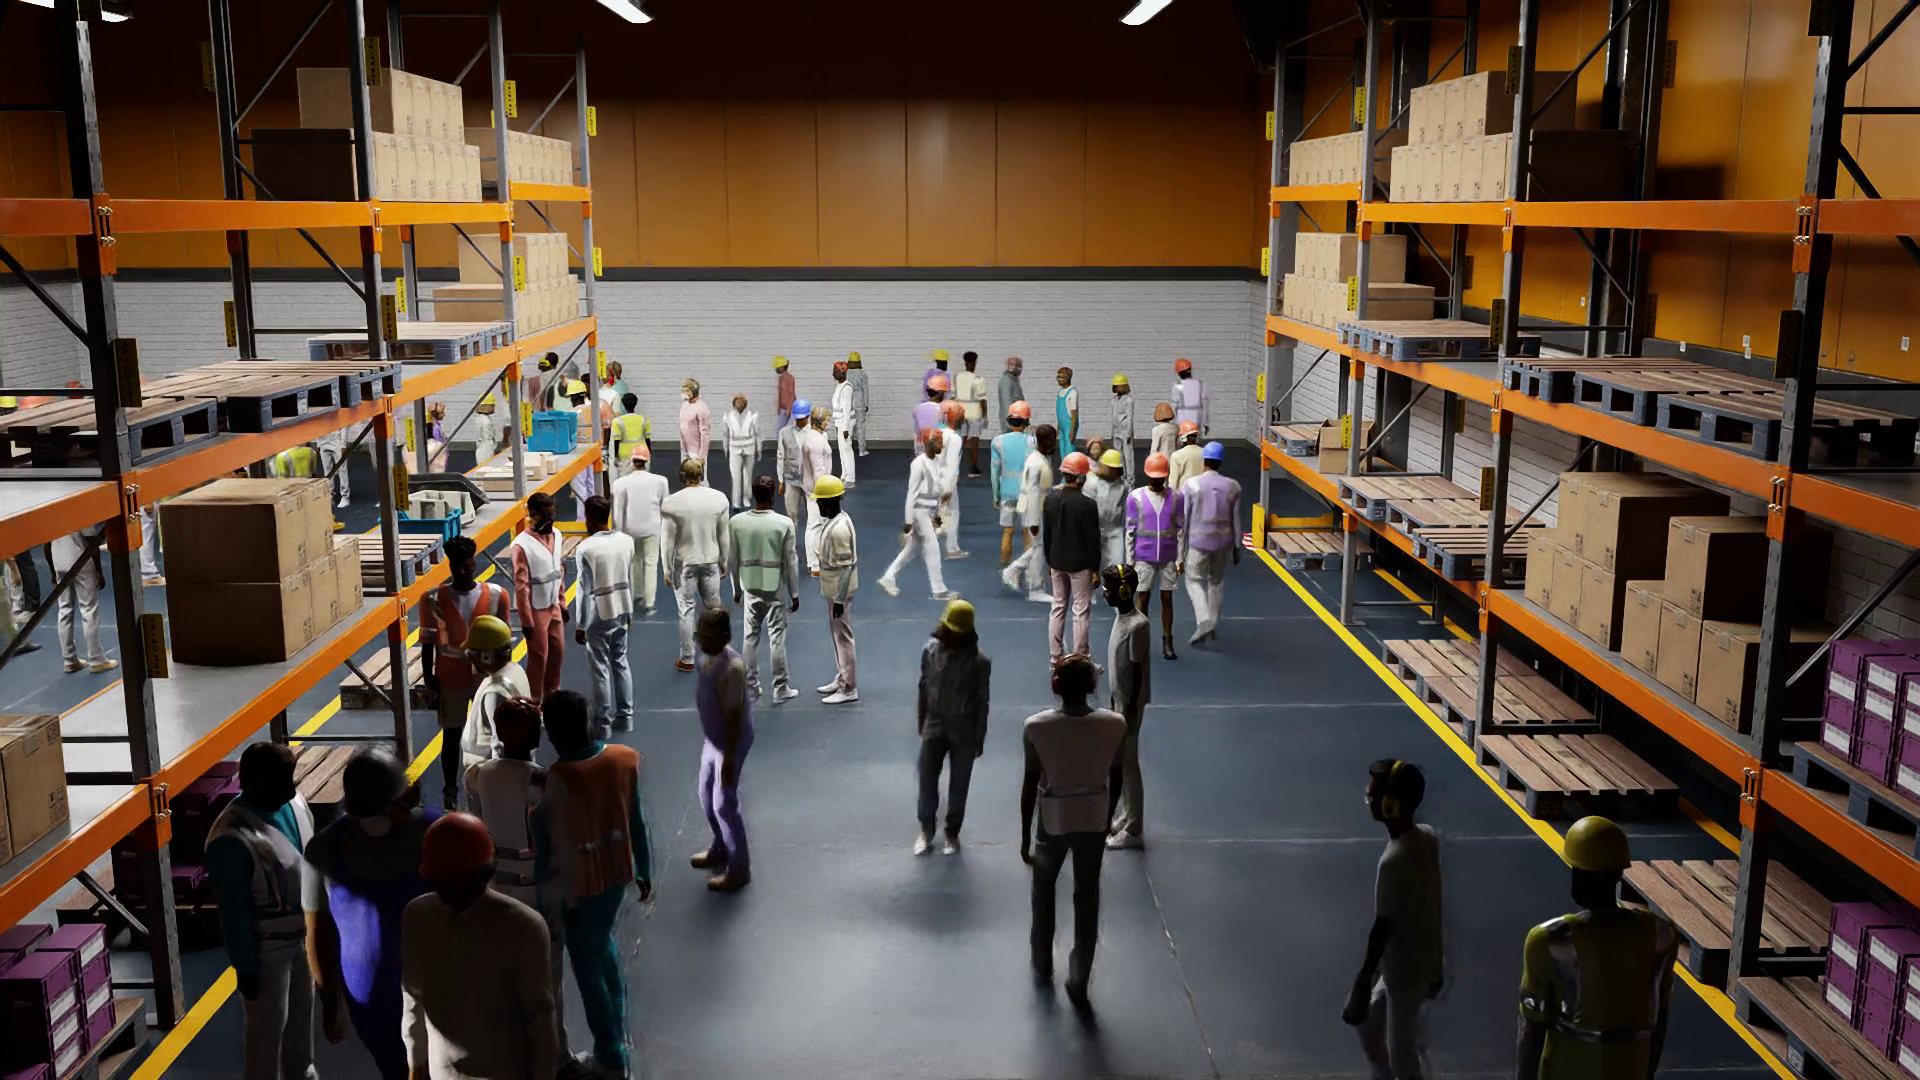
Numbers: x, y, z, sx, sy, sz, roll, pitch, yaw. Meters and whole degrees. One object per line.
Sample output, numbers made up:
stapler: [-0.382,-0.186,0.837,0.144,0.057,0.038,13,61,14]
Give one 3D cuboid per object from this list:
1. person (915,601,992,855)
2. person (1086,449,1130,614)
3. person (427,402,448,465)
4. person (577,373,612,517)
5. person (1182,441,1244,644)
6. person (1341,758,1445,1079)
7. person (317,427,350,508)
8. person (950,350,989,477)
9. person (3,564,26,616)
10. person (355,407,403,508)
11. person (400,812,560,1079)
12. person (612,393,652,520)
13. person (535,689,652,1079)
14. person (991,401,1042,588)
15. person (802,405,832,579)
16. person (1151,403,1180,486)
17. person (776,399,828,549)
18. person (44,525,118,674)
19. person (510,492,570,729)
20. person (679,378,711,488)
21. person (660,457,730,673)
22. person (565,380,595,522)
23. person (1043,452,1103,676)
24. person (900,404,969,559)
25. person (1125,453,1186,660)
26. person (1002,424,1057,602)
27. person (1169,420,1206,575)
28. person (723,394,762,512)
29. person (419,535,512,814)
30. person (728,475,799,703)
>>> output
person: [-0.037,1.189,10.509,0.499,1.700,0.489,3,12,14]
person: [1.488,-0.111,17.066,0.497,1.698,0.866,-2,12,-12]
person: [-6.767,-0.969,21.526,0.319,1.631,0.524,-5,12,-22]
person: [-4.865,-1.254,22.107,0.603,1.967,0.367,10,15,41]
person: [2.394,0.035,15.784,0.630,1.916,0.694,-2,11,-10]
person: [1.795,1.819,6.990,0.589,1.849,0.525,6,13,27]
person: [-8.688,-1.319,22.990,0.487,1.746,0.287,4,12,17]
person: [0.147,-1.935,25.556,0.637,1.952,0.422,7,13,31]
person: [-9.628,-0.091,16.568,0.615,1.873,0.393,4,12,19]
person: [-7.992,-1.369,22.866,0.591,1.892,0.483,3,12,15]
person: [-1.767,1.932,6.092,0.627,1.985,0.409,4,12,18]
person: [-4.339,-1.104,22.029,0.540,1.697,0.317,-6,13,-28]
person: [-1.770,1.618,7.886,0.571,1.886,0.644,9,15,40]
person: [0.639,-0.497,18.113,0.605,2.045,0.380,4,12,18]
person: [-1.576,-0.537,18.583,0.373,1.940,0.630,-2,12,-11]
person: [2.643,-0.956,21.481,0.505,1.628,0.280,-10,15,-41]
person: [-1.829,-0.681,19.306,0.604,1.937,0.402,1,11,3]
person: [-7.823,0.280,14.720,0.504,1.847,0.345,1,11,7]
person: [-3.329,0.556,13.198,0.404,1.906,0.598,4,12,17]
person: [-3.448,-1.129,21.550,0.372,1.940,0.632,-9,14,-37]
person: [-2.354,0.220,14.826,0.635,1.932,0.363,-6,13,-26]
person: [-4.894,-1.104,21.489,0.401,1.917,0.592,4,12,19]
person: [1.001,0.215,14.670,0.608,1.995,0.377,10,15,41]
person: [-0.257,-0.664,19.441,0.751,1.851,0.605,-6,13,-29]
person: [1.787,0.149,15.189,0.550,1.925,0.392,-1,11,-3]
person: [0.760,-0.287,17.422,0.512,1.898,0.612,2,12,12]
person: [2.576,-0.482,18.810,0.568,1.741,0.356,-6,13,-30]
person: [-2.970,-1.190,22.718,0.525,1.591,0.861,-1,11,-7]
person: [-3.305,0.923,11.191,0.609,1.964,0.367,-4,12,-20]
person: [-1.630,0.412,13.874,0.597,1.917,0.379,3,12,15]
